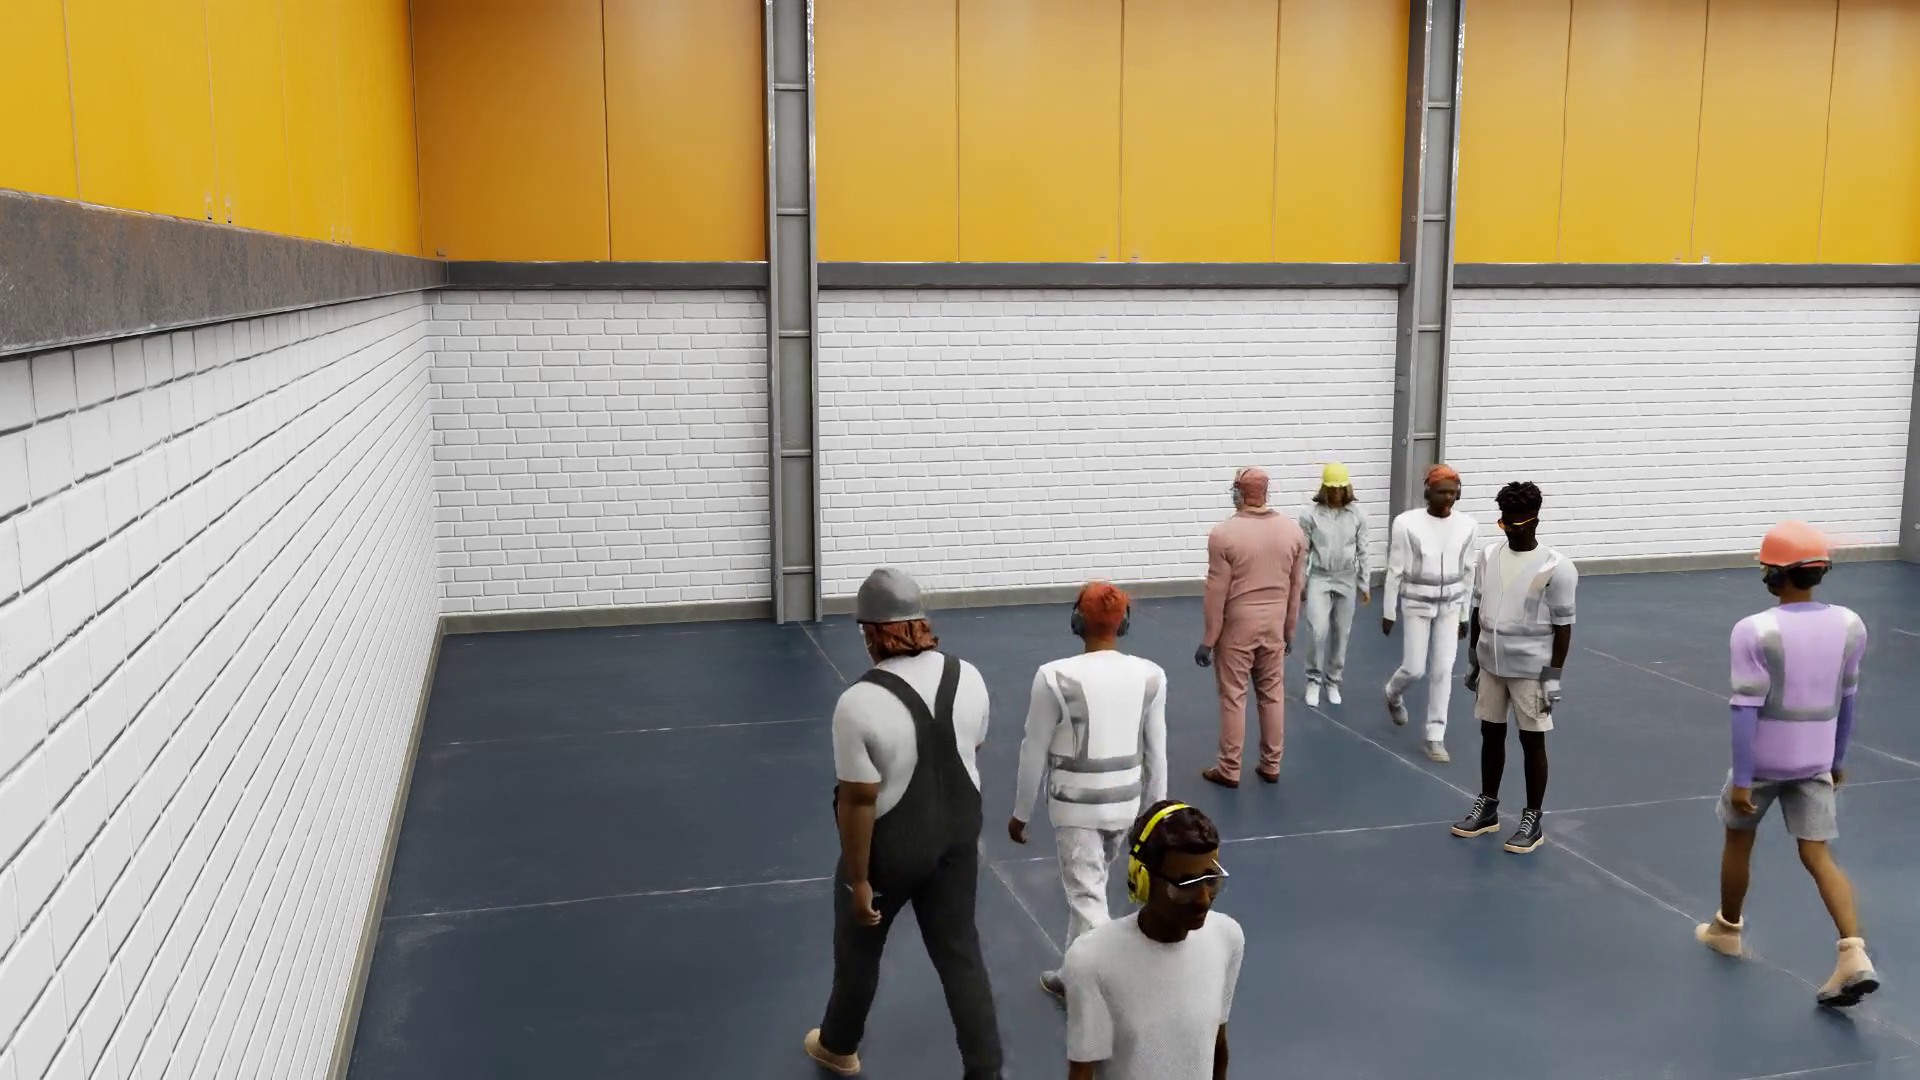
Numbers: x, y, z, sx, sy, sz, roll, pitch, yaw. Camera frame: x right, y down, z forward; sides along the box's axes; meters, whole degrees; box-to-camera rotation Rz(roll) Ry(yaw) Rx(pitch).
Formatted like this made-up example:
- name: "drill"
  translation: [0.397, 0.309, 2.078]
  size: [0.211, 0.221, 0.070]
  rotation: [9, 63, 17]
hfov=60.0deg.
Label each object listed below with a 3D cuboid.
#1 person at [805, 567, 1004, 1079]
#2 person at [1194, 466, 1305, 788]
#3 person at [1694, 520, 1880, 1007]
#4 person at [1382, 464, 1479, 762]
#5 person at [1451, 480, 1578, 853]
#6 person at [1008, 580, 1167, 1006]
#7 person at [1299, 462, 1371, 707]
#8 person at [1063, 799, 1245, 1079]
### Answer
- name: "person"
  translation: [-0.176, 1.056, 6.033]
  size: [0.673, 2.000, 0.985]
  rotation: [-6, 11, -33]
- name: "person"
  translation: [1.698, 0.516, 9.832]
  size: [0.680, 1.907, 0.403]
  rotation: [-4, 10, -22]
- name: "person"
  translation: [3.521, 0.921, 6.998]
  size: [0.614, 2.016, 0.986]
  rotation: [-1, 9, -7]
- name: "person"
  translation: [2.947, 0.425, 10.538]
  size: [0.584, 1.861, 0.715]
  rotation: [-1, 9, -6]
- name: "person"
  translation: [2.923, 0.657, 8.774]
  size: [0.368, 1.959, 0.602]
  rotation: [-7, 11, -36]
- name: "person"
  translation: [0.565, 1.081, 6.513]
  size: [0.582, 1.852, 0.945]
  rotation: [-5, 10, -27]
- name: "person"
  translation: [2.620, 0.319, 11.625]
  size: [0.488, 1.727, 0.525]
  rotation: [0, 9, 0]
- name: "person"
  translation: [0.472, 1.517, 3.864]
  size: [0.541, 1.819, 0.941]
  rotation: [-4, 10, -22]
